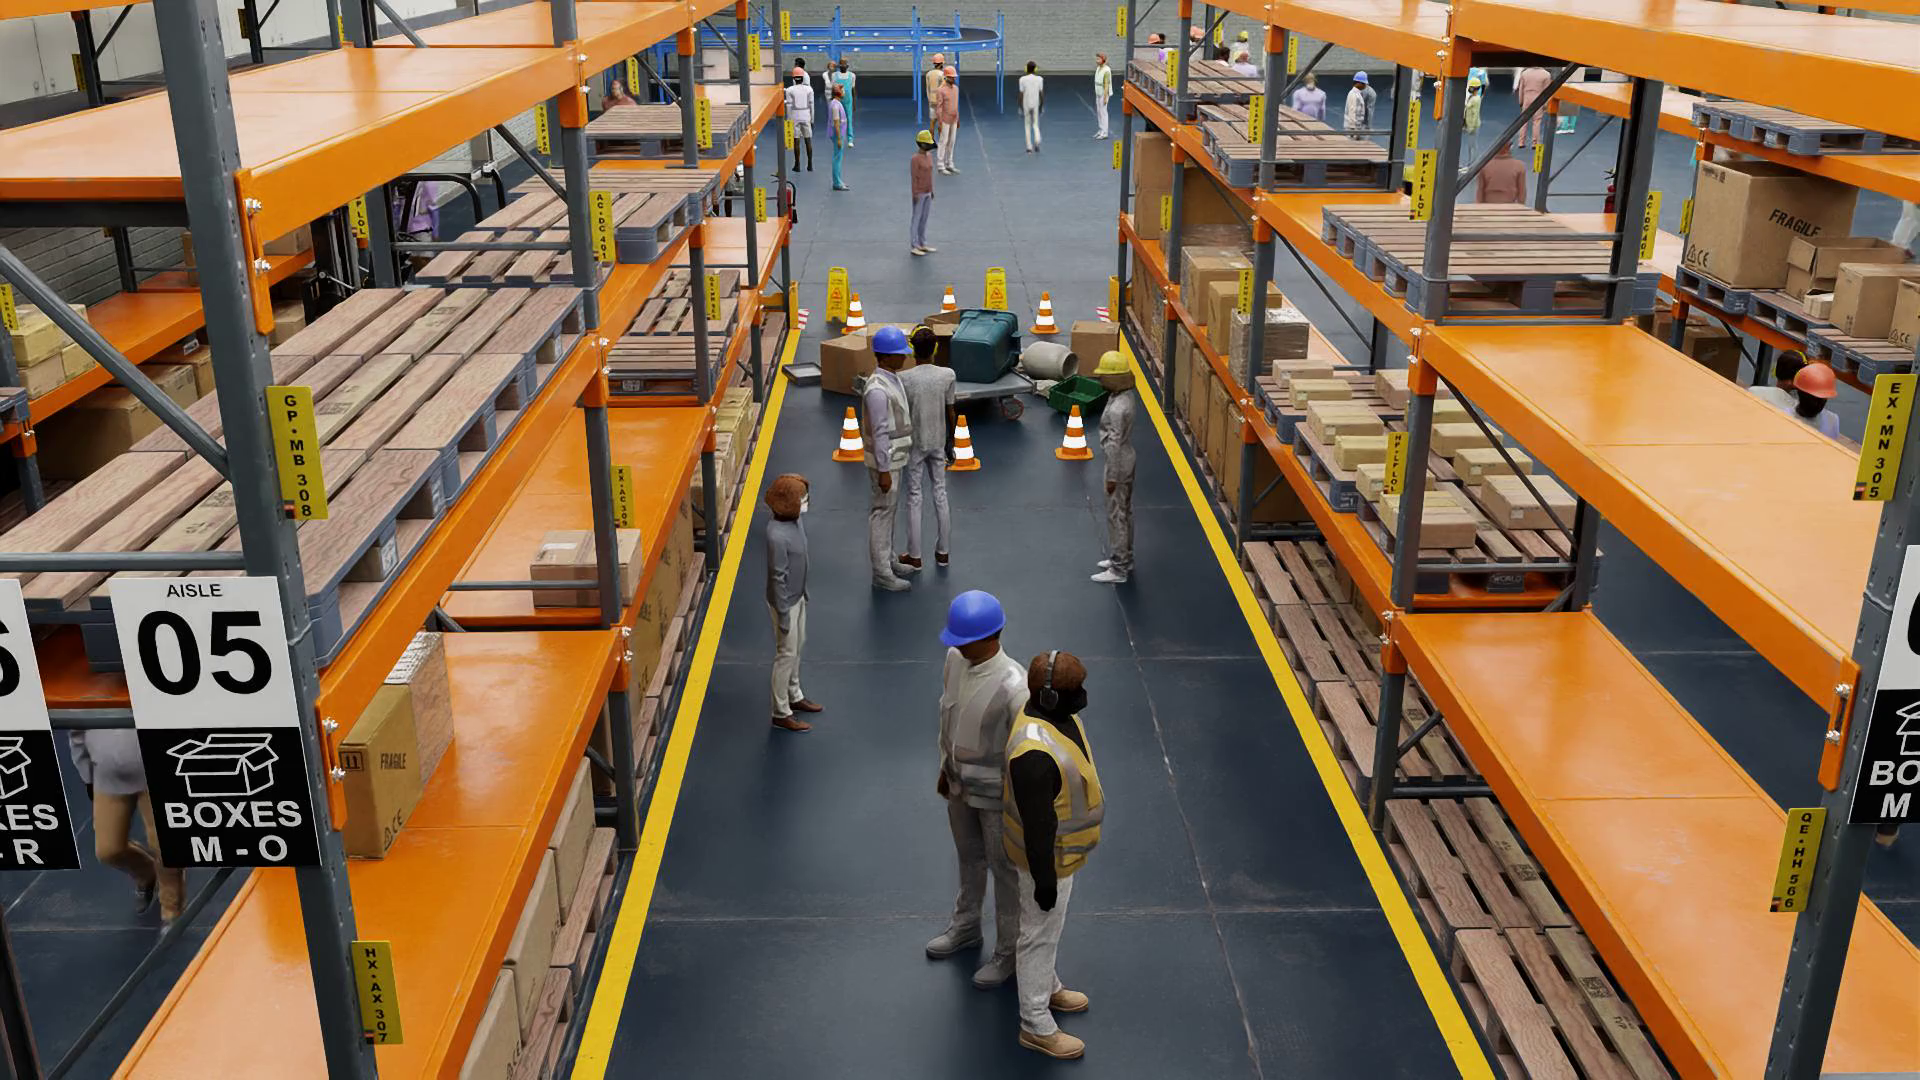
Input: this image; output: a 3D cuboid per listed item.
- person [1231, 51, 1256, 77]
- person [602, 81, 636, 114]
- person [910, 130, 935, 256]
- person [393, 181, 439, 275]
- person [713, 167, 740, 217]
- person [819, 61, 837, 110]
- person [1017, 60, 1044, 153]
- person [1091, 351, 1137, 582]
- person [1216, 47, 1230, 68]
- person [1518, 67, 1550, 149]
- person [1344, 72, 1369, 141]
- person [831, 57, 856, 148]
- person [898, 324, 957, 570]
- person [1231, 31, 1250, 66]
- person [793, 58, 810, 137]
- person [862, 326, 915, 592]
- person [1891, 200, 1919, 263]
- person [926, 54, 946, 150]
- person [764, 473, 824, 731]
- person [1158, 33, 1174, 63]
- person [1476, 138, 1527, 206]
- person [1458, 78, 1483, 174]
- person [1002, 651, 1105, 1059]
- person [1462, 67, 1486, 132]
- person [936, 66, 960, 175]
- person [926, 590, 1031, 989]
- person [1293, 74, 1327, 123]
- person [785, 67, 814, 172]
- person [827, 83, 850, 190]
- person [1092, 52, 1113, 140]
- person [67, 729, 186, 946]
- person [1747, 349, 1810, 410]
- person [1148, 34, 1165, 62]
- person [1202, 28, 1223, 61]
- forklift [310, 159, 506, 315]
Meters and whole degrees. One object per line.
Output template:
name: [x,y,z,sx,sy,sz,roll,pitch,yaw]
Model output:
person: [6.058,-9.490,35.623,0.639,1.911,0.406,12,24,28]
person: [-6.119,-7.337,30.019,0.663,1.853,1.016,2,21,6]
person: [-0.521,-5.005,23.969,0.330,1.765,0.533,11,23,27]
person: [-6.678,-3.819,20.456,0.627,2.040,0.396,12,24,28]
person: [-3.598,-5.650,25.445,0.372,1.928,0.543,19,28,40]
person: [-2.846,-9.721,36.657,0.523,1.603,0.808,8,22,20]
person: [1.431,-8.857,34.025,0.527,1.854,0.377,-4,21,-11]
person: [1.127,-0.539,12.208,0.321,1.738,0.486,5,21,14]
person: [5.752,-9.914,36.751,0.411,1.906,0.600,-8,22,-19]
person: [11.959,-9.112,34.624,0.655,1.906,0.407,17,27,38]
person: [7.273,-7.637,30.681,0.401,1.939,0.602,8,22,19]
person: [-2.434,-9.159,34.836,0.507,1.846,0.345,-2,21,-5]
person: [-0.273,-0.691,12.418,0.514,1.872,0.328,-8,22,-19]
person: [7.475,-12.688,44.340,0.513,1.713,0.418,-12,24,-28]
person: [-3.485,-9.706,36.489,0.317,1.696,0.538,-16,26,-36]
person: [-0.519,-0.597,12.060,0.389,1.947,0.614,2,21,5]
person: [13.454,-4.847,23.327,0.551,1.920,0.660,8,22,21]
person: [-0.444,-9.094,34.535,0.542,1.938,0.358,17,26,37]
person: [-1.017,0.366,9.967,0.286,1.622,0.511,3,21,7]
person: [4.929,-11.307,40.420,0.657,1.931,0.584,10,23,24]
person: [7.265,-4.485,22.423,0.655,1.883,0.788,15,25,34]
person: [9.649,-7.813,31.387,0.329,1.769,0.526,3,21,9]
person: [0.401,1.322,7.138,0.429,1.844,0.626,3,21,8]
person: [11.484,-9.984,37.233,0.530,1.689,0.322,15,25,35]
person: [-0.204,-7.877,31.239,0.397,1.992,0.623,15,25,34]
person: [0.100,1.115,7.553,0.408,1.937,0.602,-16,26,-35]
person: [6.513,-7.745,31.066,0.626,1.871,1.092,1,21,3]
person: [-3.044,-7.985,31.609,0.547,1.934,0.376,-7,22,-17]
person: [-2.173,-7.159,29.541,0.382,1.849,0.571,-2,21,-4]
person: [3.102,-9.638,36.118,0.395,1.836,0.560,-5,21,-13]
person: [-3.900,1.100,7.869,0.569,1.739,0.403,-3,21,-7]
person: [5.698,-0.442,11.787,0.424,1.848,0.554,-9,23,-23]
person: [4.689,-11.235,40.209,0.373,1.928,0.543,-11,23,-26]
person: [6.972,-13.465,45.945,0.689,2.000,0.536,13,24,31]
forklift: [-5.622,-2.910,17.832,2.313,2.155,1.214,-1,21,-1]
